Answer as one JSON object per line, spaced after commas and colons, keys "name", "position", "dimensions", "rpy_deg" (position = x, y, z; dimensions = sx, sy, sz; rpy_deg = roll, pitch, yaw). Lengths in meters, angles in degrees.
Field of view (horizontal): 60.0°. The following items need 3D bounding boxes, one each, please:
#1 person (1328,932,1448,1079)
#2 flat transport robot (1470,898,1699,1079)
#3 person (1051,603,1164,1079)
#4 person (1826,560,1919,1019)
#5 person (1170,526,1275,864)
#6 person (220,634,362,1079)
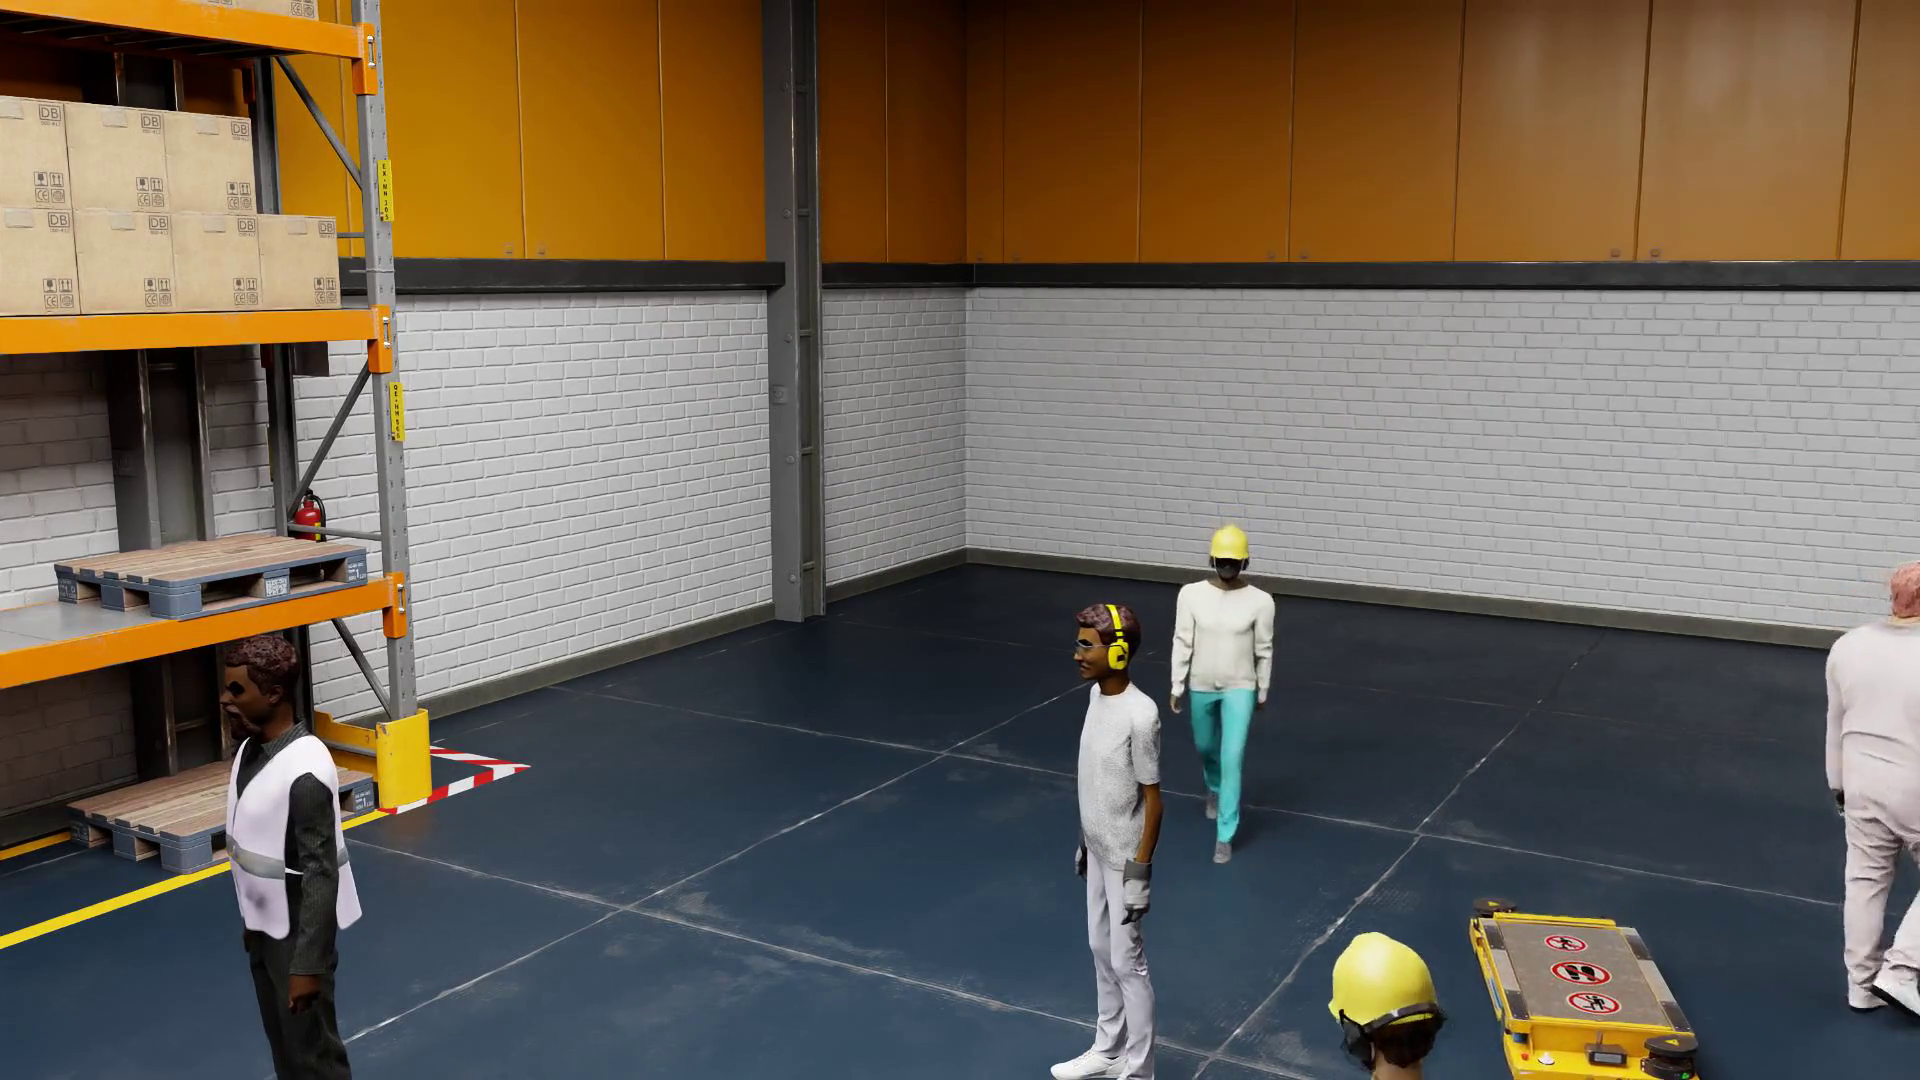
{"name": "person", "position": [0.891, 1.665, 3.314], "dimensions": [0.524, 1.704, 0.980], "rpy_deg": [-2, 9, -10]}
{"name": "flat transport robot", "position": [2.500, 1.819, 6.776], "dimensions": [0.652, 0.197, 1.431], "rpy_deg": [2, 9, 10]}
{"name": "person", "position": [0.548, 1.146, 6.019], "dimensions": [0.310, 1.863, 0.532], "rpy_deg": [-3, 10, -18]}
{"name": "person", "position": [3.817, 1.016, 6.716], "dimensions": [0.431, 1.894, 0.669], "rpy_deg": [-5, 10, -27]}
{"name": "person", "position": [1.412, 0.758, 8.870], "dimensions": [0.516, 1.737, 0.865], "rpy_deg": [3, 10, 20]}
{"name": "person", "position": [-2.127, 1.236, 5.285], "dimensions": [0.392, 1.920, 0.592], "rpy_deg": [-8, 12, -39]}
